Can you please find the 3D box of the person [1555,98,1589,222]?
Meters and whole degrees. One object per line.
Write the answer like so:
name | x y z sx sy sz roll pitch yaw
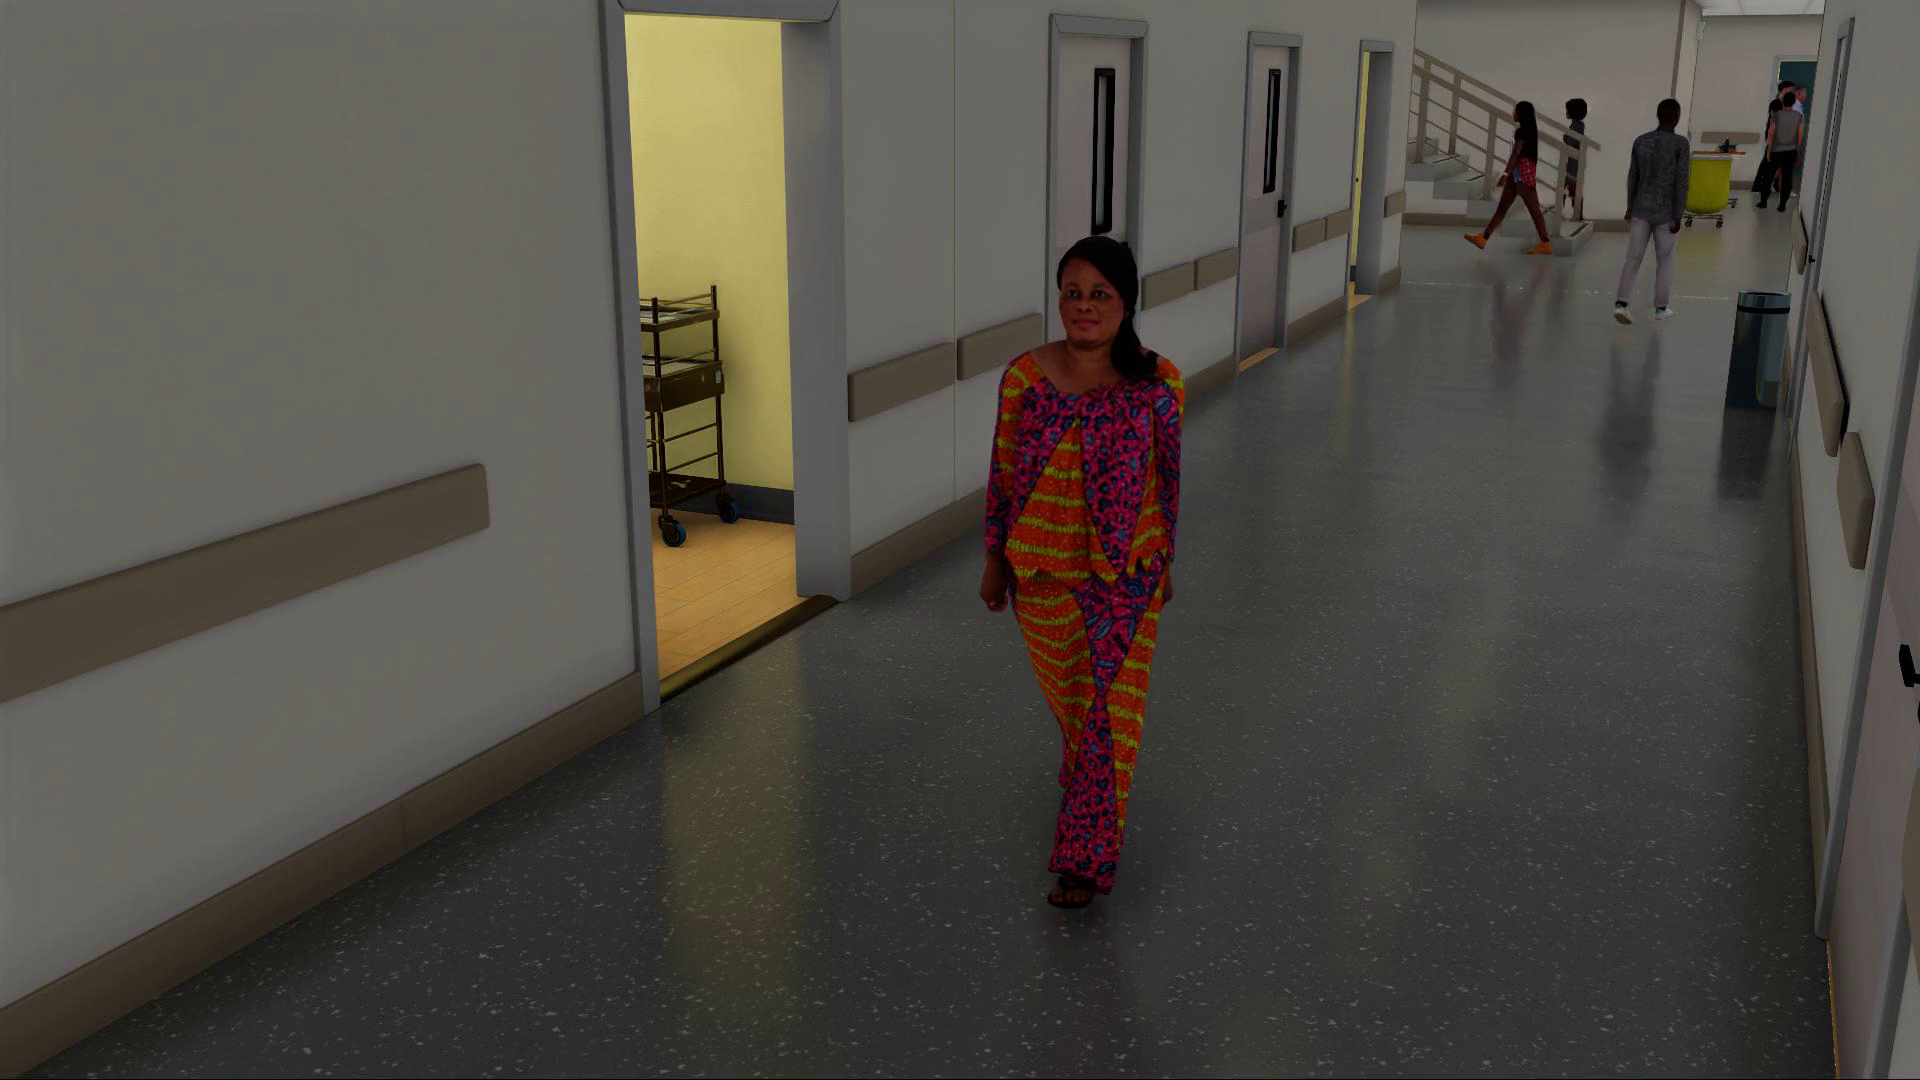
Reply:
person | 8.001 -4.812 21.473 0.739 1.693 0.632 9 18 29

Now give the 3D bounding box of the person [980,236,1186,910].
person | 0.340 0.031 4.368 1.171 1.653 0.842 4 16 14

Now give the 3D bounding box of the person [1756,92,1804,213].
person | 12.271 -5.756 24.753 0.922 1.730 0.803 4 16 14

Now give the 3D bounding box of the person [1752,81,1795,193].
person | 13.916 -6.918 28.610 0.882 1.873 0.778 10 19 32

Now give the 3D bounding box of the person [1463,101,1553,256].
person | 6.395 -3.993 18.617 1.208 1.667 0.602 7 17 23

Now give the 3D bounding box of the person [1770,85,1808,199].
person | 13.756 -6.634 27.707 0.764 1.816 0.679 7 17 25

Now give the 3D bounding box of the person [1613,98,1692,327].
person | 5.601 -2.640 13.557 1.205 1.809 1.025 15 21 42
